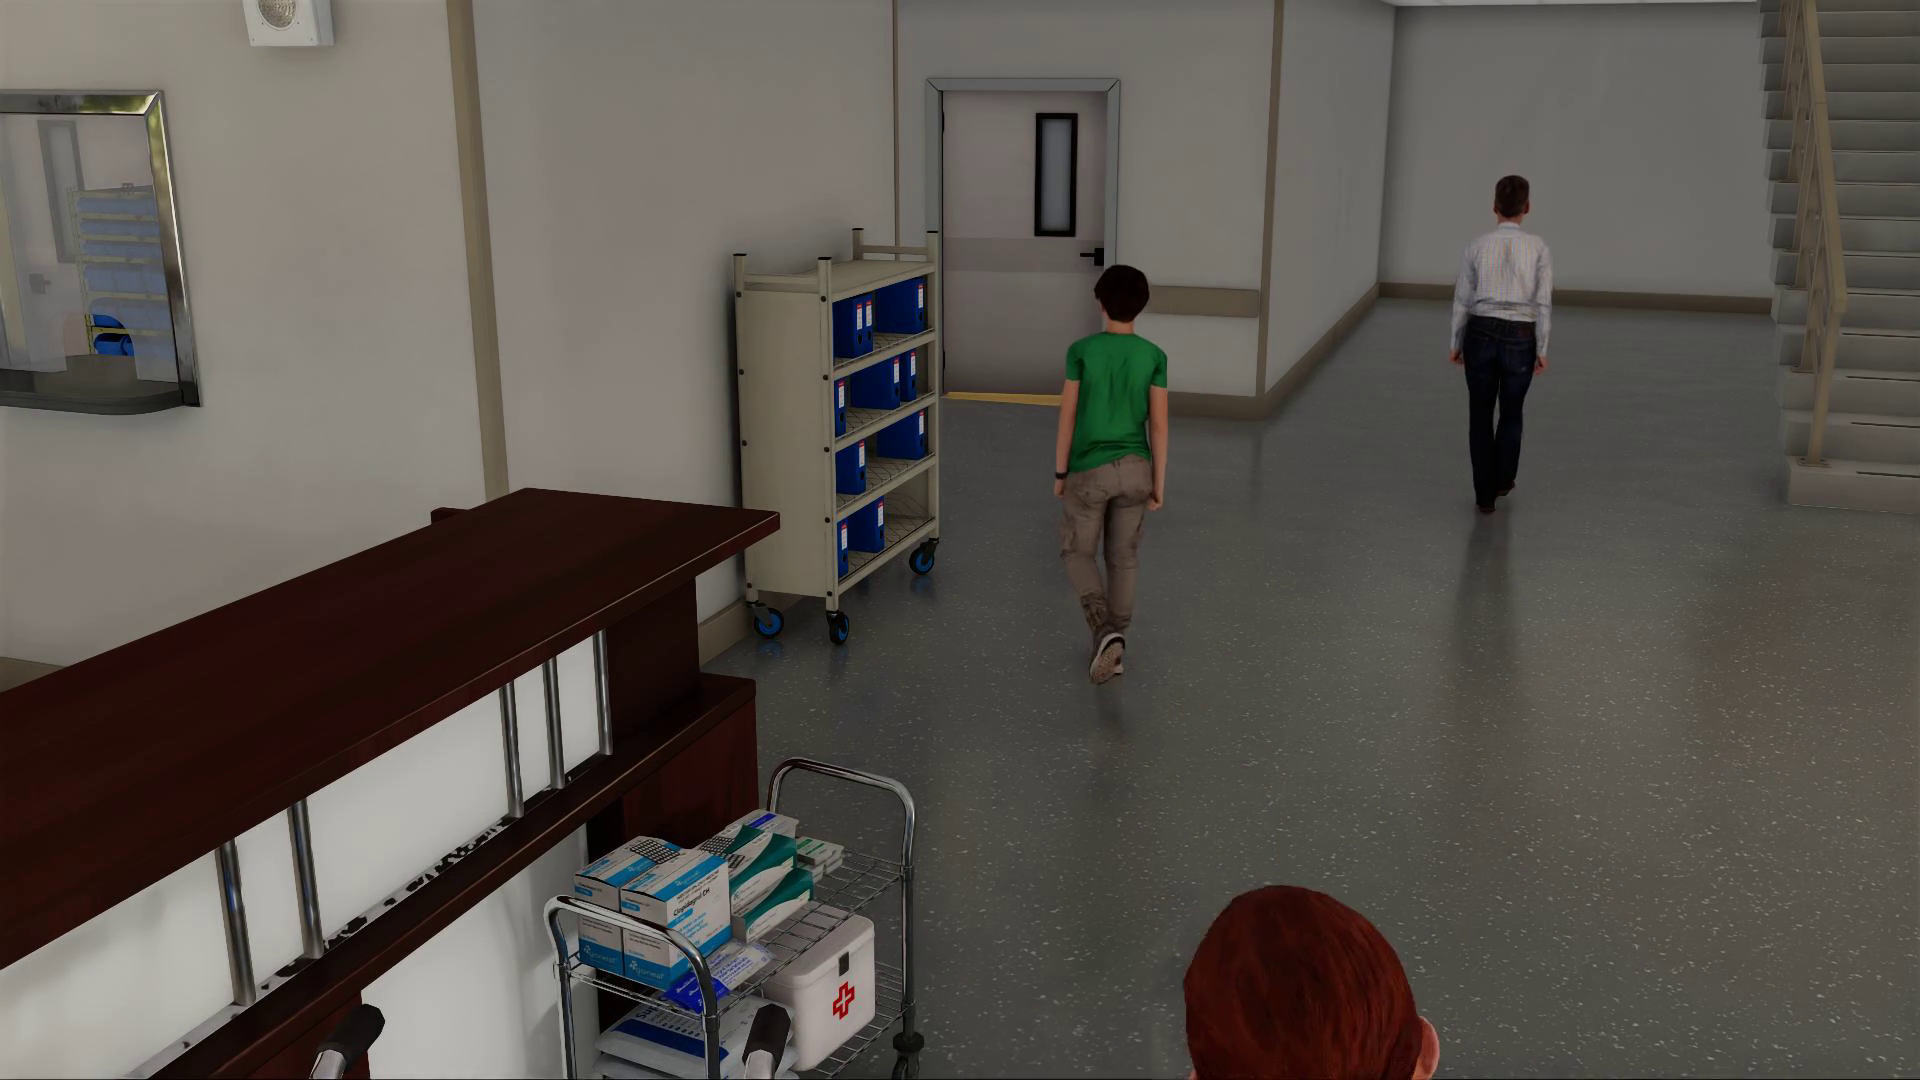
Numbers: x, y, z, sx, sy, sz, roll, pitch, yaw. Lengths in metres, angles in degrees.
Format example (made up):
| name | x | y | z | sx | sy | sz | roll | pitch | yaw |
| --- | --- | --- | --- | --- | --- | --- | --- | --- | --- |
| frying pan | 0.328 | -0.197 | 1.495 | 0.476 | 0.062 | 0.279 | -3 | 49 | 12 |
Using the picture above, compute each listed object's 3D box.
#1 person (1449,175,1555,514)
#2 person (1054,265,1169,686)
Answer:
| name | x | y | z | sx | sy | sz | roll | pitch | yaw |
| --- | --- | --- | --- | --- | --- | --- | --- | --- | --- |
| person | 2.920 | -1.040 | 8.998 | 0.696 | 1.803 | 0.823 | 5 | 16 | 16 |
| person | 0.585 | -0.217 | 6.387 | 0.825 | 1.637 | 1.001 | -1 | 16 | -5 |
